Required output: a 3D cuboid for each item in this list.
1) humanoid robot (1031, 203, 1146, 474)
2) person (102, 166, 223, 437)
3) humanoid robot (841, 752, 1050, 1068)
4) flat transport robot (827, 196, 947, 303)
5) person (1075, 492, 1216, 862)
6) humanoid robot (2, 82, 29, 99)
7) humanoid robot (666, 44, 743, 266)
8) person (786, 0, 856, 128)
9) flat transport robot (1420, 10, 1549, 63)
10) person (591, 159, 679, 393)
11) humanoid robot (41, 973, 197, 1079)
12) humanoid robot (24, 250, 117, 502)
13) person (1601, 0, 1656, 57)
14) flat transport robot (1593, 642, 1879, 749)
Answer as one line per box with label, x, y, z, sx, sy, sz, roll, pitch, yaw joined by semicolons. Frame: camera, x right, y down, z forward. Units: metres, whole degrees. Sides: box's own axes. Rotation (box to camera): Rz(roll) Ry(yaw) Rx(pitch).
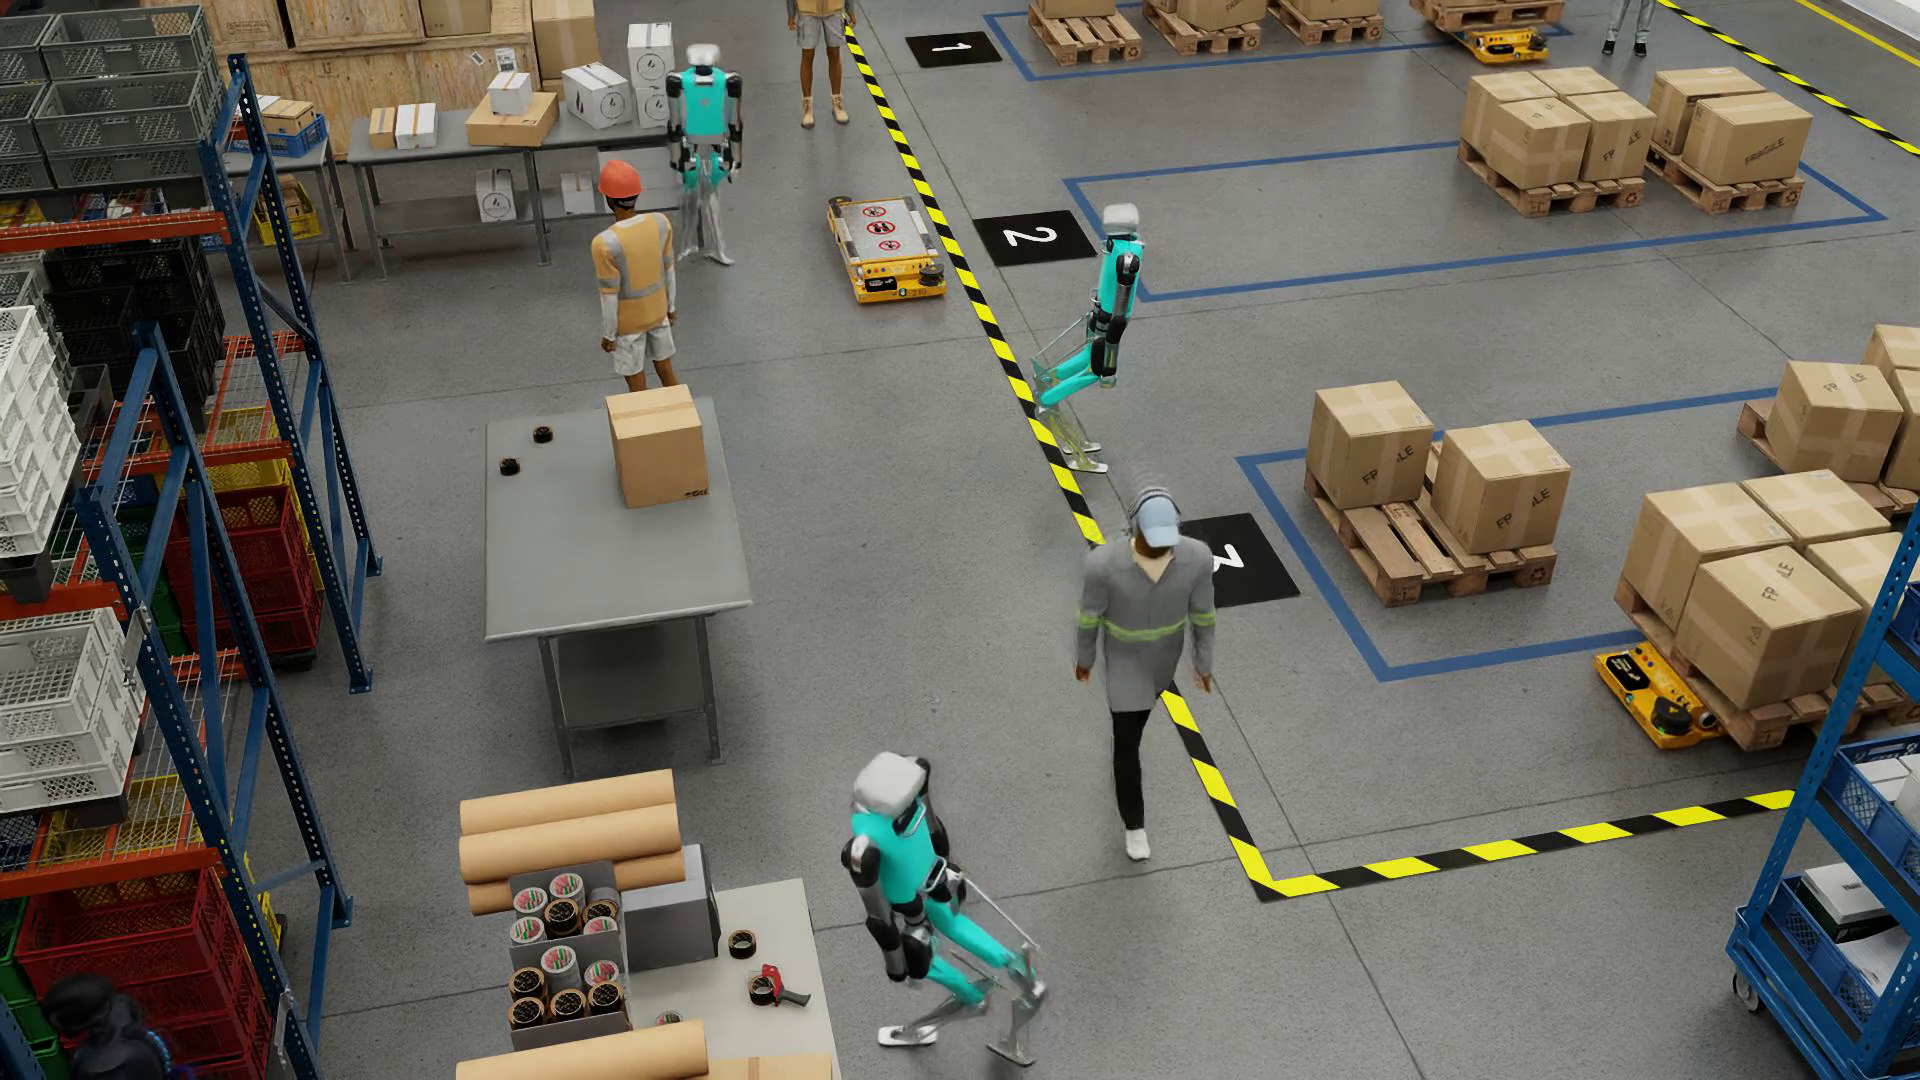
humanoid robot;0.682;-1.172;9.786;0.735;1.677;0.533;-1;37;-1
person;-4.940;-1.478;10.233;0.506;1.837;0.332;29;45;33
humanoid robot;0.019;1.552;6.242;0.891;1.753;0.622;19;41;24
flat transport robot;-0.570;-2.220;12.538;0.659;0.231;1.431;-8;37;-10
person;0.860;0.588;7.465;0.618;1.811;0.904;-7;37;-9
humanoid robot;-7.278;-3.495;12.911;0.735;1.674;0.533;-18;40;-23
humanoid robot;-1.855;-2.821;12.121;0.602;1.784;0.813;-5;37;-7
person;-1.182;-4.535;14.164;0.604;2.045;0.375;-8;37;-10
flat transport robot;5.131;-5.043;16.308;0.652;0.197;1.431;-8;37;-10
person;-1.942;-1.360;9.983;0.355;1.936;0.550;29;45;33
humanoid robot;-2.686;2.052;5.625;0.354;1.643;0.615;-12;38;-15
humanoid robot;-5.298;-0.840;9.492;1.038;1.765;0.530;0;37;0
person;6.445;-5.454;15.573;0.598;1.830;0.404;8;37;10
flat transport robot;4.110;0.689;8.604;1.431;0.197;0.652;-8;37;-10
